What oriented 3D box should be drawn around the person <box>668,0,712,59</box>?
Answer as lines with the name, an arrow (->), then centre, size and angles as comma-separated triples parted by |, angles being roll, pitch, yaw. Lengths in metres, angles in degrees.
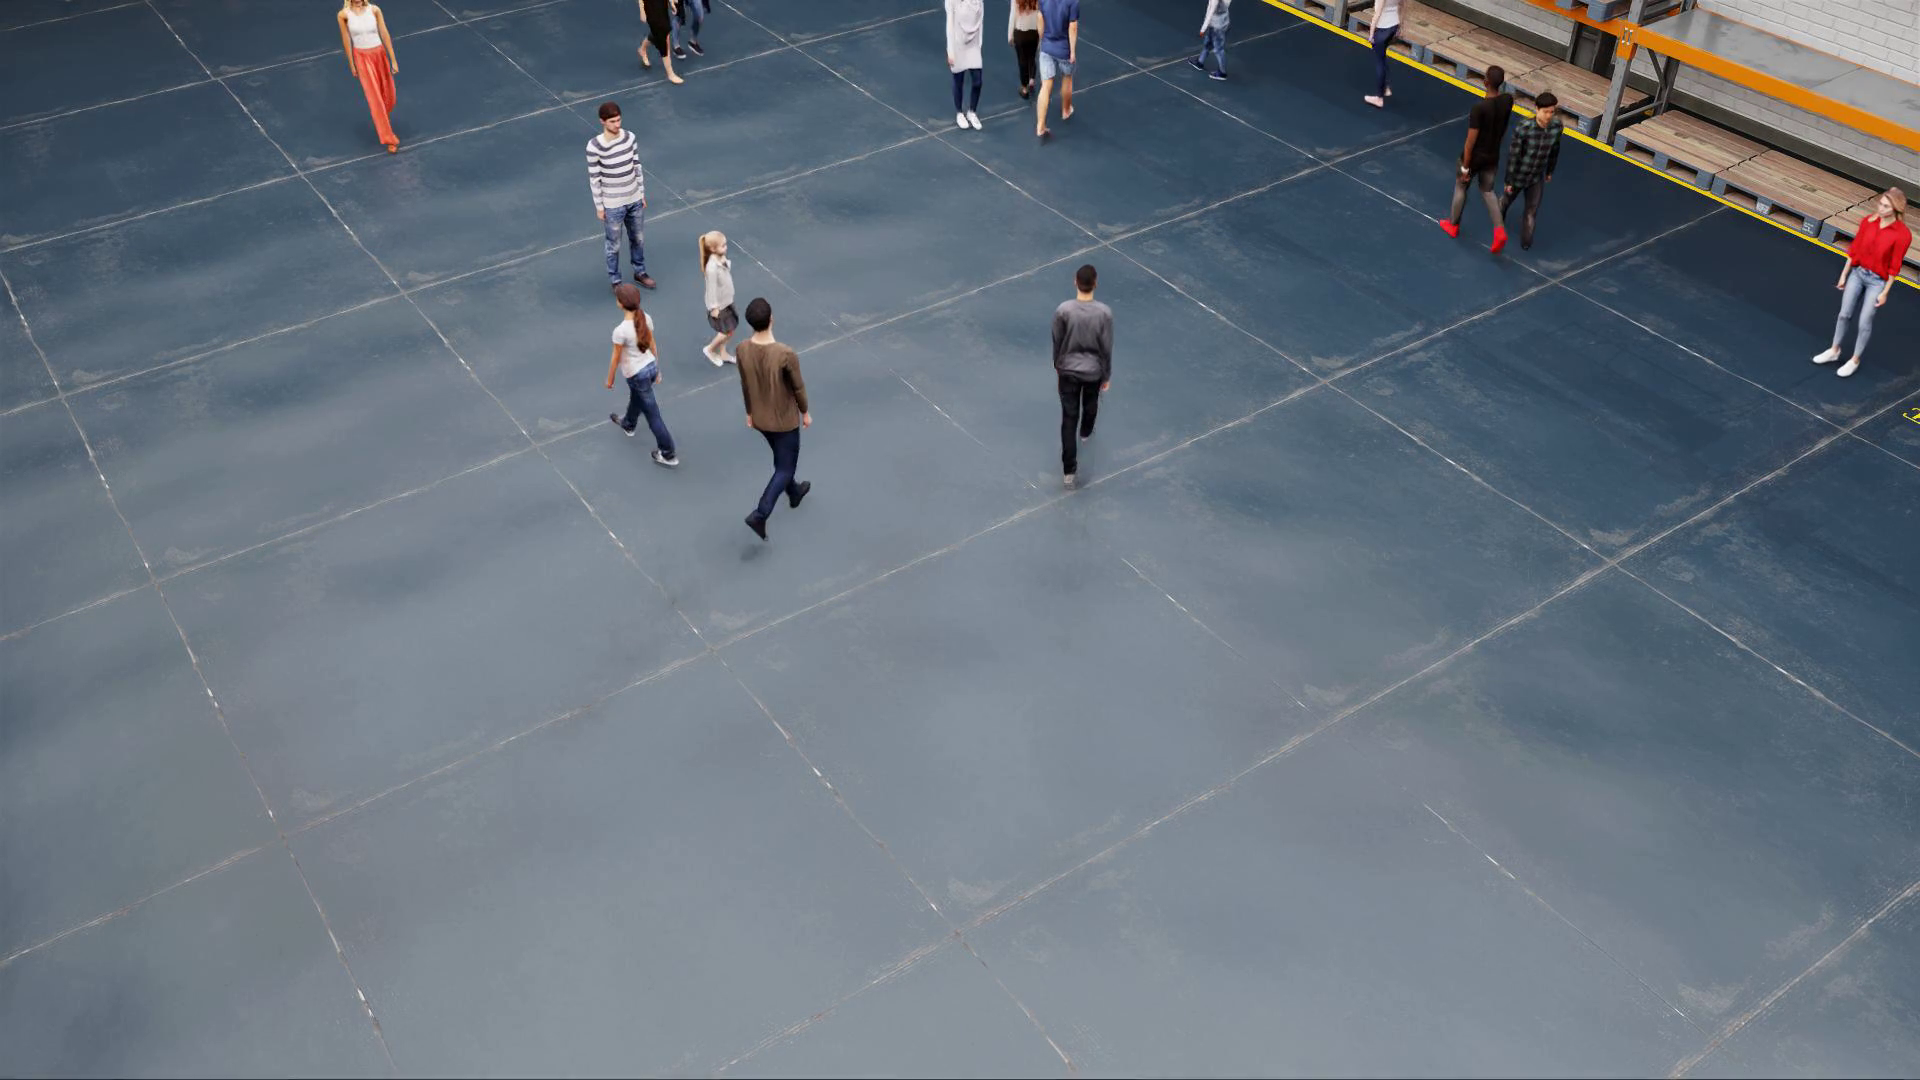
person -> -3.238, -6.391, 19.276 | 0.790, 1.651, 0.720 | 31, 48, 33

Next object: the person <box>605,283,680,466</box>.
person -> -2.438, -1.257, 12.951 | 1.087, 1.523, 0.811 | 21, 43, 24

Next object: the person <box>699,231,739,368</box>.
person -> -2.095, -2.042, 14.139 | 0.704, 1.266, 0.646 | 9, 39, 11

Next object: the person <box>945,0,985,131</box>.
person -> 0.006, -5.276, 17.790 | 0.686, 1.764, 0.690 | -12, 40, -15

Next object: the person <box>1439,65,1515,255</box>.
person -> 4.956, -3.546, 15.610 | 0.845, 1.781, 1.186 | -13, 41, -16

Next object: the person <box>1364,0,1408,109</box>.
person -> 4.722, -5.548, 18.159 | 0.609, 1.729, 0.592 | -27, 46, -29

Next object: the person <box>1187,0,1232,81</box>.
person -> 2.986, -5.848, 18.927 | 0.853, 1.238, 0.686 | 19, 43, 23

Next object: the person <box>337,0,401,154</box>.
person -> -6.191, -5.035, 17.484 | 0.756, 1.770, 1.196 | -18, 42, -21

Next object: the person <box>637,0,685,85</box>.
person -> -3.507, -6.044, 18.888 | 1.106, 1.594, 0.786 | 25, 45, 28

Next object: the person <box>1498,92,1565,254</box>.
person -> 5.434, -3.557, 15.999 | 1.109, 1.676, 1.222 | -1, 39, -1

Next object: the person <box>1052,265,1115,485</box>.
person -> 0.915, -1.242, 12.775 | 1.061, 1.718, 1.191 | 3, 39, 3

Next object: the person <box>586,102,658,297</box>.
person -> -3.066, -3.075, 14.967 | 0.648, 1.847, 0.537 | -26, 45, -29

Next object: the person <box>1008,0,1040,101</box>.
person -> 0.762, -5.567, 18.382 | 0.628, 1.480, 0.633 | -9, 40, -12

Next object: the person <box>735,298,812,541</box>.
person -> -1.389, -0.855, 12.182 | 1.167, 1.853, 1.051 | 19, 42, 23

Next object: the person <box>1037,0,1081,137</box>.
person -> 0.995, -5.154, 17.604 | 1.163, 1.806, 1.110 | 14, 41, 16

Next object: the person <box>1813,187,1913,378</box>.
person -> 7.632, -2.170, 13.954 | 0.691, 1.697, 0.492 | -21, 43, -24
